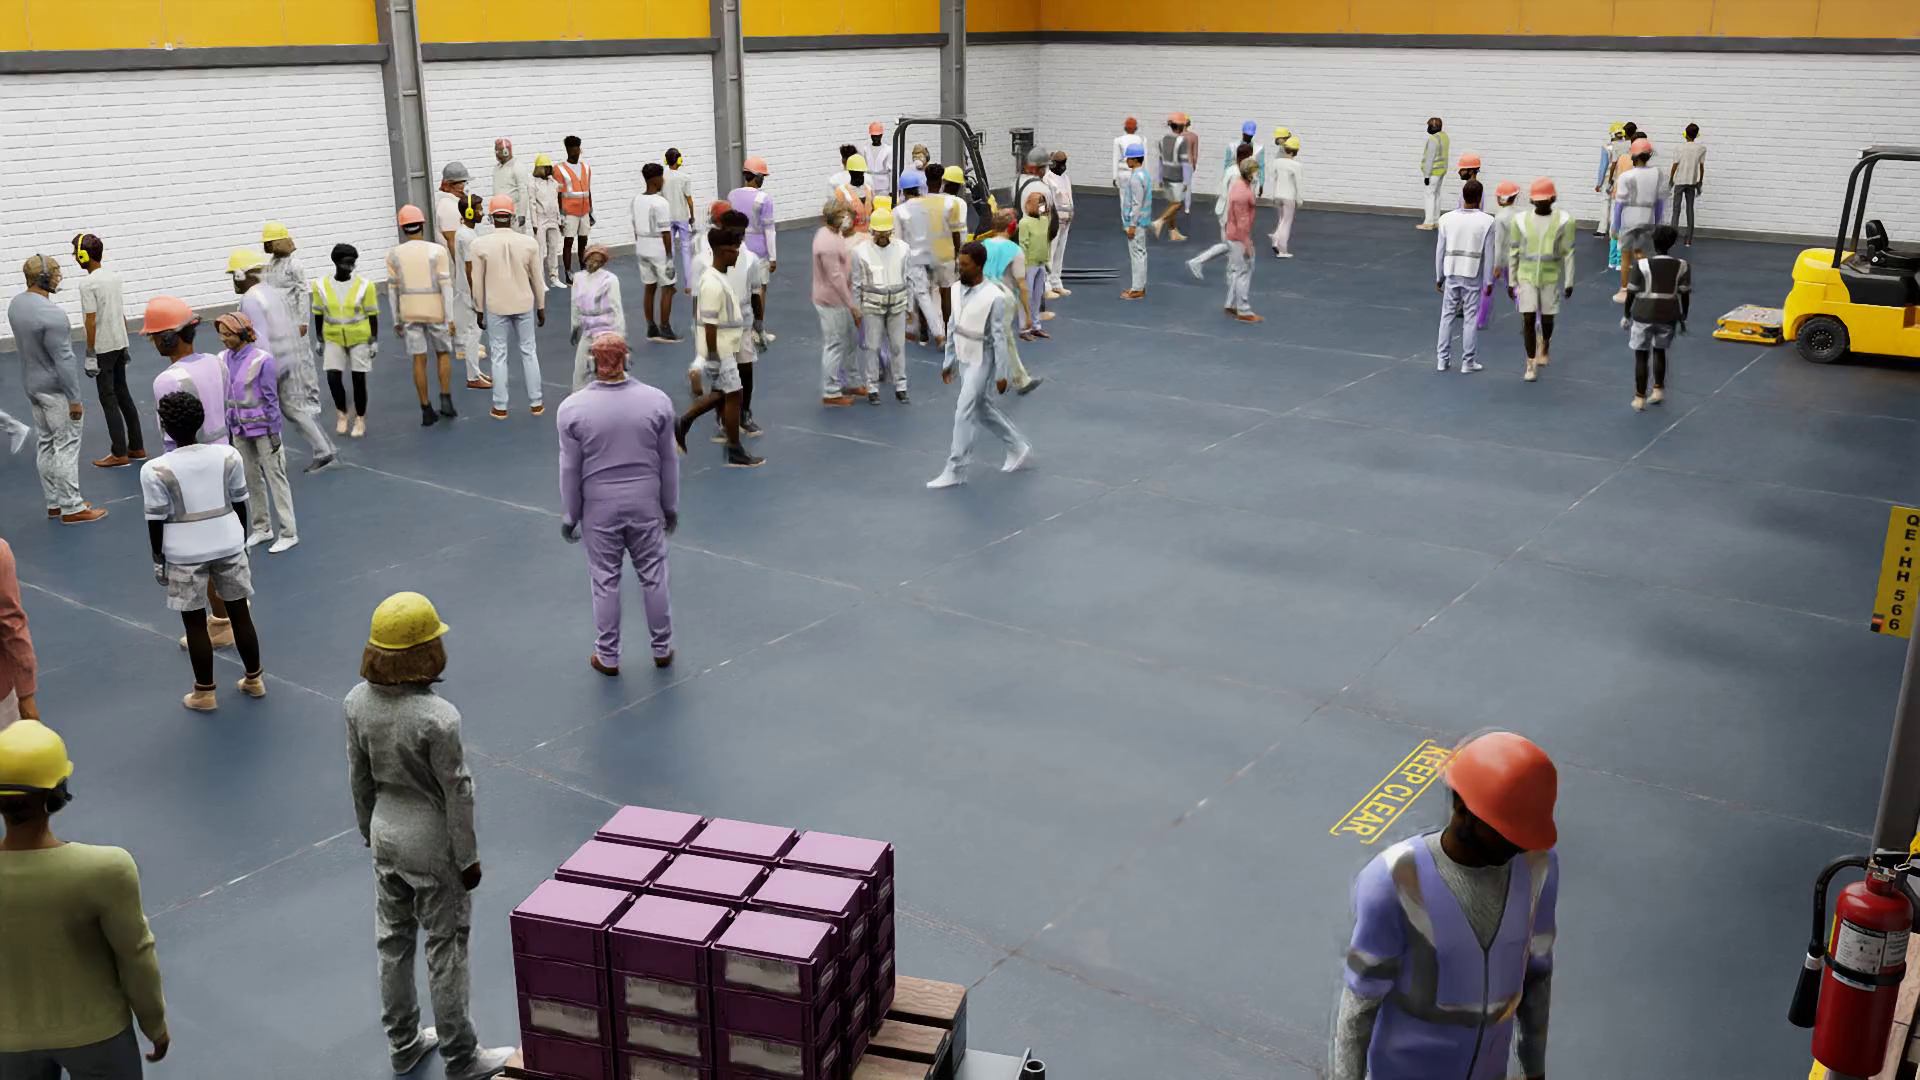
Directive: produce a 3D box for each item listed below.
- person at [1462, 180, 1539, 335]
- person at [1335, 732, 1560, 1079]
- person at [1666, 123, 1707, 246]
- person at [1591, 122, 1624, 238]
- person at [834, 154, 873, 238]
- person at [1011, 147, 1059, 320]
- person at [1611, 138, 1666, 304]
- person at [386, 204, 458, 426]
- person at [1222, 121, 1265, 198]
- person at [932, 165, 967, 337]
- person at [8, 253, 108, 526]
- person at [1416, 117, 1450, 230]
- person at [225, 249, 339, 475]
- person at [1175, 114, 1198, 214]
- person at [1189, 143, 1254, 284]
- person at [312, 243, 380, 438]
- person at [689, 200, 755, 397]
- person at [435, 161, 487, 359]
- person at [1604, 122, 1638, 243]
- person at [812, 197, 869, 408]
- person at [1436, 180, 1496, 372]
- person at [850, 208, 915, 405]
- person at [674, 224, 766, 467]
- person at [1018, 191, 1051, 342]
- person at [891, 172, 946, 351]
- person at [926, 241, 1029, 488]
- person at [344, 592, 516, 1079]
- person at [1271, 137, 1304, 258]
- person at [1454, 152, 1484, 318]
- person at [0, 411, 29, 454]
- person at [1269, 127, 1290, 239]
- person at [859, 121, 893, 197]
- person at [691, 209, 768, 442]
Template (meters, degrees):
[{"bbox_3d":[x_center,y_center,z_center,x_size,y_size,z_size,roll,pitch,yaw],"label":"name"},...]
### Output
[{"bbox_3d":[6.156,-3.172,18.692,0.558,1.724,0.825,-13,22,-36],"label":"person"},{"bbox_3d":[1.227,1.332,4.313,0.633,1.902,0.579,-5,18,-16],"label":"person"},{"bbox_3d":[11.186,-5.475,25.660,0.532,1.868,0.310,2,18,6],"label":"person"},{"bbox_3d":[10.418,-5.739,26.549,0.588,1.830,0.404,-5,18,-16],"label":"person"},{"bbox_3d":[-1.208,-3.542,19.518,0.369,1.926,0.591,14,23,37],"label":"person"},{"bbox_3d":[0.891,-3.595,19.500,0.567,2.000,0.698,-8,19,-24],"label":"person"},{"bbox_3d":[8.359,-3.936,20.587,0.642,2.025,0.444,-3,18,-9],"label":"person"},{"bbox_3d":[-4.739,-1.984,14.684,0.556,1.899,0.578,-2,18,-7],"label":"person"},{"bbox_3d":[4.396,-5.492,25.686,0.632,1.882,1.001,0,18,0],"label":"person"},{"bbox_3d":[-0.218,-3.180,18.450,0.624,1.894,0.677,12,21,32],"label":"person"},{"bbox_3d":[-6.385,-1.050,11.732,0.636,1.928,0.384,13,22,35],"label":"person"},{"bbox_3d":[7.861,-6.082,27.623,0.429,1.831,0.640,13,22,35],"label":"person"},{"bbox_3d":[-5.354,-1.369,12.967,0.829,1.784,0.606,1,18,3],"label":"person"},{"bbox_3d":[3.986,-6.727,29.763,0.532,1.756,0.344,-3,18,-9],"label":"person"},{"bbox_3d":[3.484,-4.309,22.017,0.721,1.881,0.604,4,18,11],"label":"person"},{"bbox_3d":[-5.193,-1.681,14.098,0.562,1.667,0.395,-3,18,-9],"label":"person"},{"bbox_3d":[-2.248,-2.203,15.452,0.588,1.860,0.737,9,20,26],"label":"person"},{"bbox_3d":[-5.196,-2.937,17.443,0.536,2.000,0.683,-4,18,-13],"label":"person"},{"bbox_3d":[10.378,-5.578,25.991,0.514,1.866,0.329,2,18,6],"label":"person"},{"bbox_3d":[-1.060,-2.156,15.197,0.564,1.921,0.649,1,18,2],"label":"person"},{"bbox_3d":[5.070,-2.644,16.728,0.594,1.917,0.388,12,21,33],"label":"person"},{"bbox_3d":[-0.709,-2.153,15.355,0.602,1.819,0.403,-6,19,-17],"label":"person"},{"bbox_3d":[-1.980,-1.532,13.213,0.747,1.941,0.614,-1,18,-2],"label":"person"},{"bbox_3d":[0.828,-3.024,18.373,0.282,1.633,0.500,13,22,36],"label":"person"},{"bbox_3d":[-0.388,-2.997,17.918,0.603,1.885,1.001,-13,22,-35],"label":"person"},{"bbox_3d":[0.160,-1.371,12.809,0.946,1.889,0.597,-11,21,-30],"label":"person"},{"bbox_3d":[-1.802,1.007,5.589,0.488,1.743,0.321,9,20,26],"label":"person"},{"bbox_3d":[4.824,-5.025,24.438,0.394,1.751,0.548,-13,22,-34],"label":"person"},{"bbox_3d":[5.995,-3.610,19.733,0.388,1.930,0.544,5,19,17],"label":"person"},{"bbox_3d":[-7.870,-1.431,13.232,0.583,1.722,0.504,-11,21,-30],"label":"person"},{"bbox_3d":[5.102,-5.686,26.504,0.343,1.758,0.526,1,18,2],"label":"person"},{"bbox_3d":[-1.259,-5.356,25.202,0.540,1.929,0.390,3,18,9],"label":"person"},{"bbox_3d":[-1.954,-1.805,14.072,0.643,1.946,0.394,-8,20,-25],"label":"person"}]
